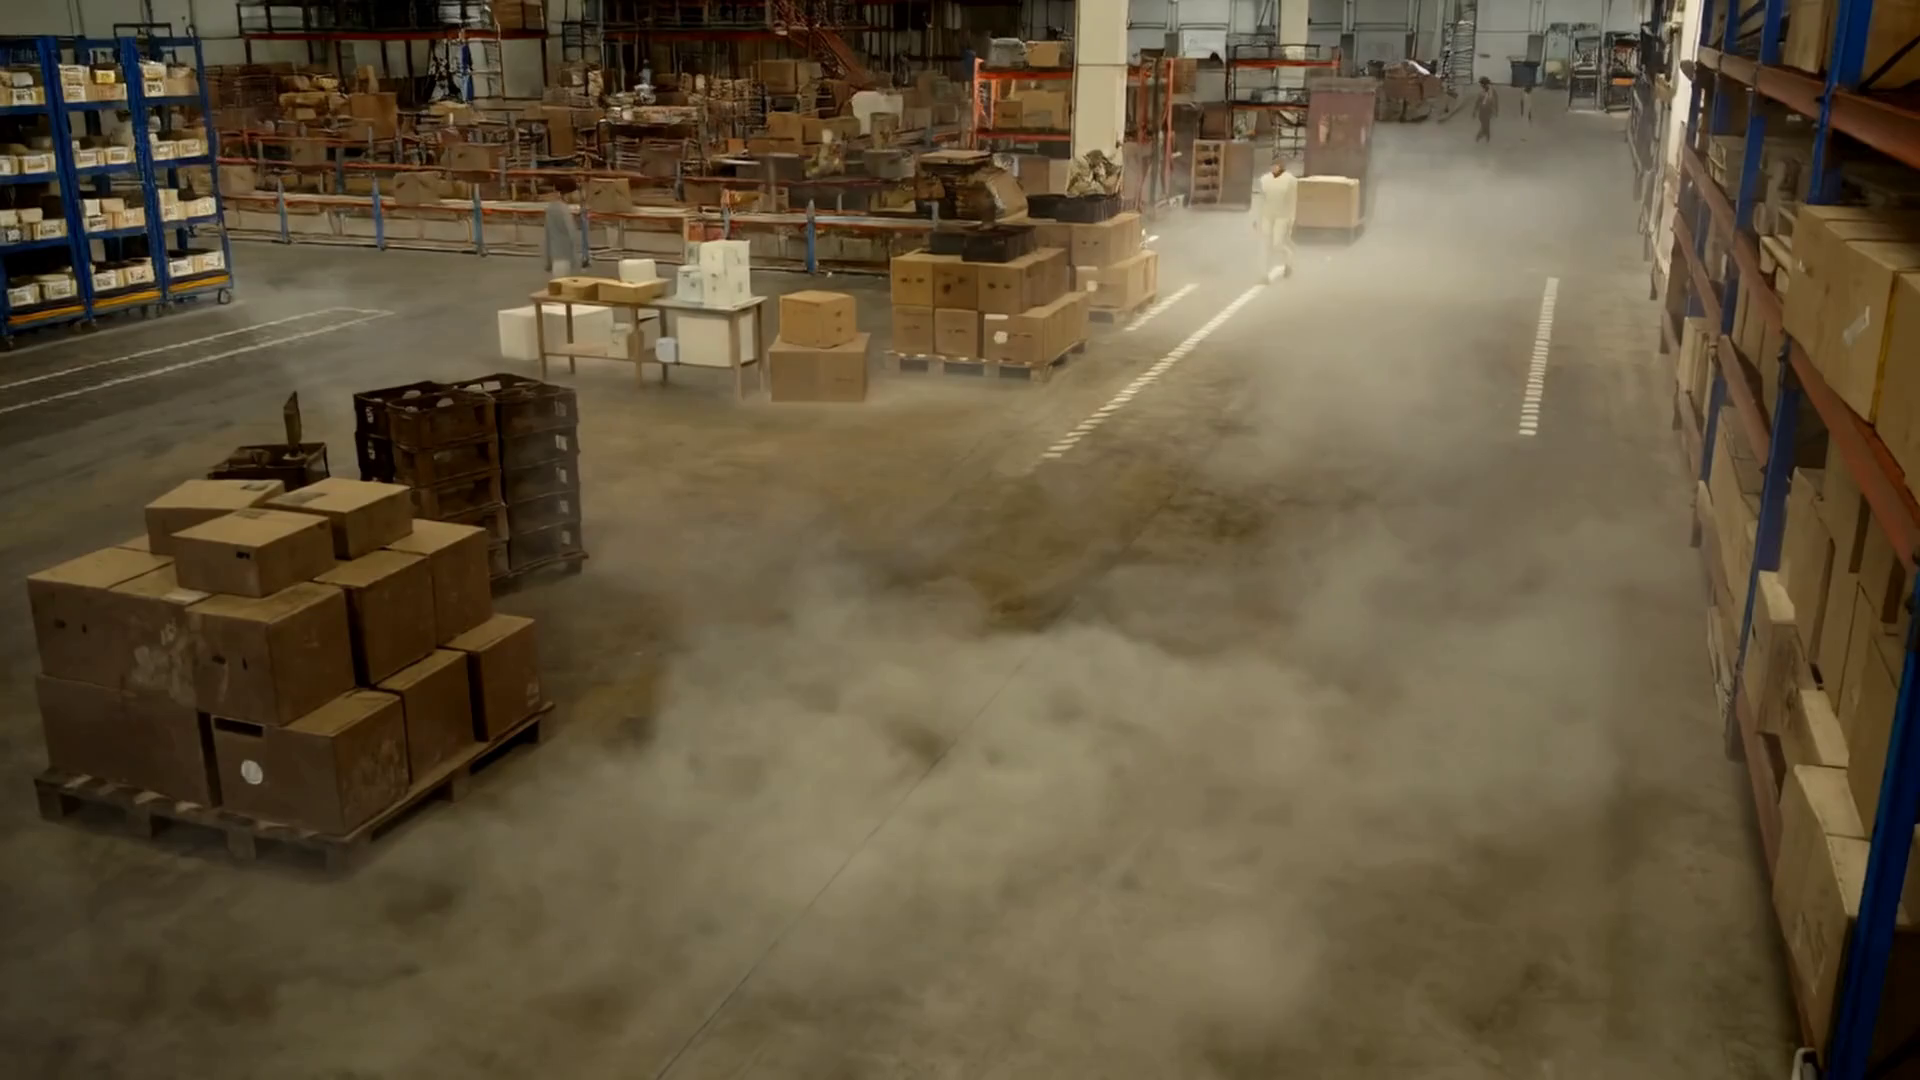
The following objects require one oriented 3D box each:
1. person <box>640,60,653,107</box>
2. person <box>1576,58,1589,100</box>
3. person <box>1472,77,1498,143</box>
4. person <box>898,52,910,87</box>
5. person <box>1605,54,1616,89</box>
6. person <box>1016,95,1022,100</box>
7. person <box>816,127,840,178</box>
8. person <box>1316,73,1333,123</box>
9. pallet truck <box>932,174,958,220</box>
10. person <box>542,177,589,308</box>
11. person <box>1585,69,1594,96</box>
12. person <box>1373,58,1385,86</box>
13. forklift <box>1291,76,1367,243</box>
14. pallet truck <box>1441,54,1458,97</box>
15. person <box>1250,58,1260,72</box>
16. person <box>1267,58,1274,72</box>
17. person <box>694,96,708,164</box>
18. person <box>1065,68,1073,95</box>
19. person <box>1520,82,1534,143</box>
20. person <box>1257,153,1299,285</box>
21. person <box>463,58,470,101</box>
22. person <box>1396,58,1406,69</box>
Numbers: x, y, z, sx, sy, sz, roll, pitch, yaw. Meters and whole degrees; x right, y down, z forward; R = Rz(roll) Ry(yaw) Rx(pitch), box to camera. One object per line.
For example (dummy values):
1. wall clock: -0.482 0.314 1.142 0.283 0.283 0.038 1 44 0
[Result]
1. person: -12.597 -18.219 66.775 0.395 2.035 0.621 17 24 42
2. person: 28.009 -20.685 74.738 0.552 1.901 0.710 5 18 17
3. person: 16.212 -13.299 51.306 0.715 2.000 1.044 -8 19 -22
4. person: -3.015 -25.199 89.032 0.649 1.830 0.443 0 18 1
5. person: 33.024 -23.805 84.562 0.649 1.892 0.580 -15 23 -38
6. person: 1.588 -11.183 45.038 0.612 1.798 0.818 5 18 15
7. person: -2.659 -7.413 33.367 0.536 1.698 0.318 8 19 24
8. person: 12.295 -14.937 56.677 0.881 1.915 0.551 11 21 31
9. pallet truck: -0.507 -5.292 27.348 0.653 1.274 1.630 6 19 19
10. person: -5.033 -3.544 20.818 0.922 1.954 0.617 -12 21 -32
11. person: 30.283 -22.279 79.873 0.393 1.833 0.504 6 19 18
12. person: 21.118 -23.414 83.732 0.534 1.647 0.905 -10 20 -29
13. forklift: 6.598 -6.755 29.381 1.129 2.768 1.873 6 19 19
14. pallet truck: 22.765 -21.886 78.355 0.823 1.965 1.885 -4 18 -14
15. person: 14.555 -22.972 82.181 0.487 1.744 0.312 5 18 15
16. person: 14.987 -22.415 80.210 0.649 1.885 1.041 -15 23 -40
17. person: -6.889 -10.897 44.201 0.315 1.769 0.524 -5 18 -17
18. person: 4.306 -17.720 65.560 0.980 1.823 0.512 -9 20 -25
19. person: 17.403 -13.110 51.032 0.561 1.840 0.383 -11 21 -31
20. person: 4.733 -4.781 24.745 0.633 1.919 0.738 13 22 35
21. person: -22.314 -20.812 75.183 0.520 1.873 0.593 6 19 18
22. person: 21.127 -22.120 79.449 1.012 1.771 0.614 -7 19 -21
